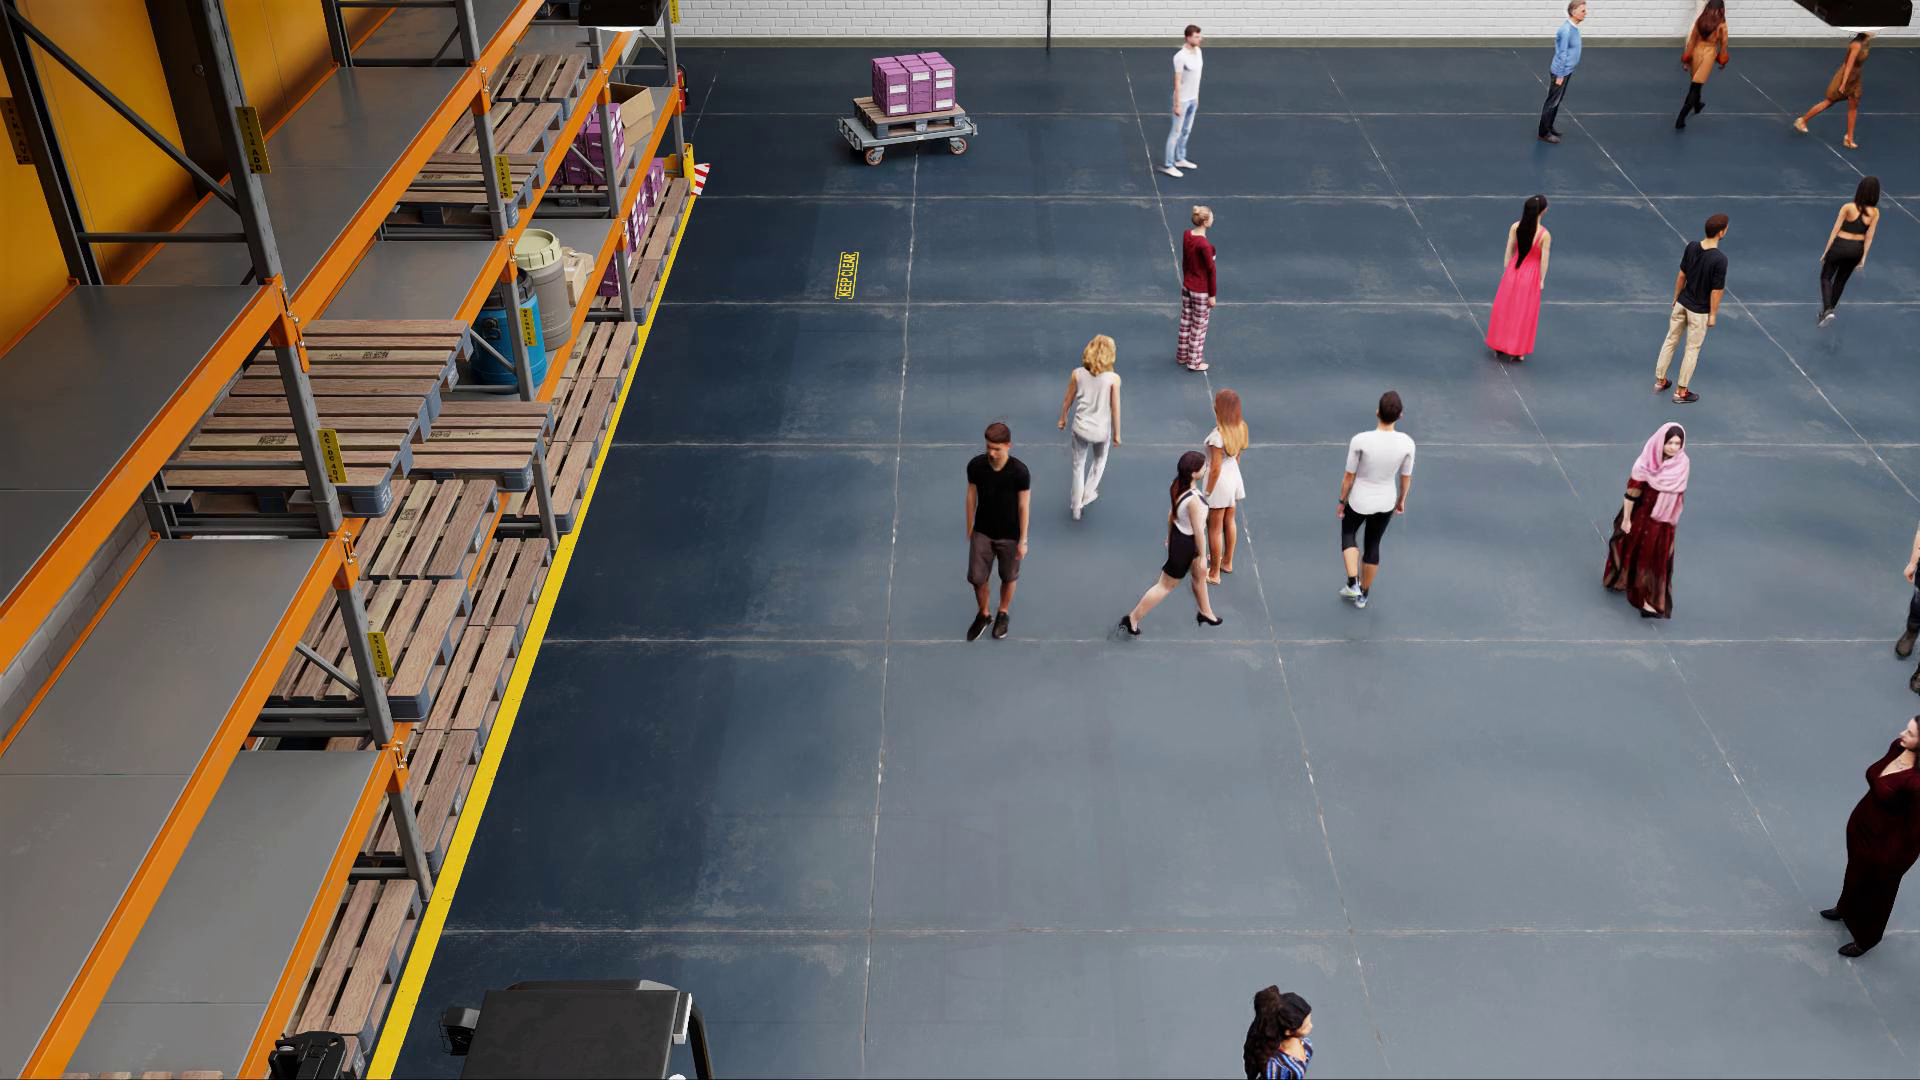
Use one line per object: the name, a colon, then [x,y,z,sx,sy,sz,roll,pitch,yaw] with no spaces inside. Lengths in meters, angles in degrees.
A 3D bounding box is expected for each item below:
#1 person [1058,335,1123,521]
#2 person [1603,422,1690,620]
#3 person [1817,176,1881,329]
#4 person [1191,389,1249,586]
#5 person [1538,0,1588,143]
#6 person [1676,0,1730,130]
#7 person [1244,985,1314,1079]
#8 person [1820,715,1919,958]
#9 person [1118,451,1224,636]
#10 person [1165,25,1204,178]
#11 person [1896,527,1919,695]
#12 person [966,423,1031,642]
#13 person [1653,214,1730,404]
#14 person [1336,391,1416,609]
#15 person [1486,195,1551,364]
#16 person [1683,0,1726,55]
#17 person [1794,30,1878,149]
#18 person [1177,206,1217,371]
person: [1.091,-0.900,13.910,0.830,1.646,0.807,8,34,12]
person: [5.325,-0.223,12.941,0.624,1.593,1.015,0,34,0]
person: [8.995,-2.869,16.889,0.690,1.628,0.896,8,34,12]
person: [2.073,-0.430,13.158,0.723,1.695,0.660,27,42,34]
person: [7.825,-6.123,21.615,0.798,1.816,0.670,17,37,24]
person: [9.756,-6.240,21.921,1.232,1.672,1.190,-28,42,-35]
person: [1.565,2.834,8.322,0.755,1.614,0.626,14,36,20]
person: [5.496,1.735,9.847,0.741,1.756,0.574,3,34,4]
person: [1.598,0.085,12.461,0.828,1.610,1.083,-8,34,-12]
person: [2.775,-5.448,20.568,0.785,1.850,0.690,23,40,30]
person: [7.227,0.135,12.165,1.076,1.855,1.236,22,40,30]
person: [0.331,-0.114,12.546,0.735,1.848,0.734,8,34,12]
person: [6.914,-2.194,15.666,0.768,1.858,0.637,-17,37,-23]
person: [3.169,-0.248,12.757,0.702,1.838,0.663,2,34,2]
person: [5.521,-2.563,16.341,0.715,1.725,0.761,25,41,33]
person: [11.055,-8.059,24.499,0.790,1.847,0.697,-23,40,-31]
person: [11.355,-5.919,21.464,1.163,1.644,1.051,28,43,36]
person: [2.317,-2.471,16.227,0.741,1.698,0.610,-17,37,-24]
